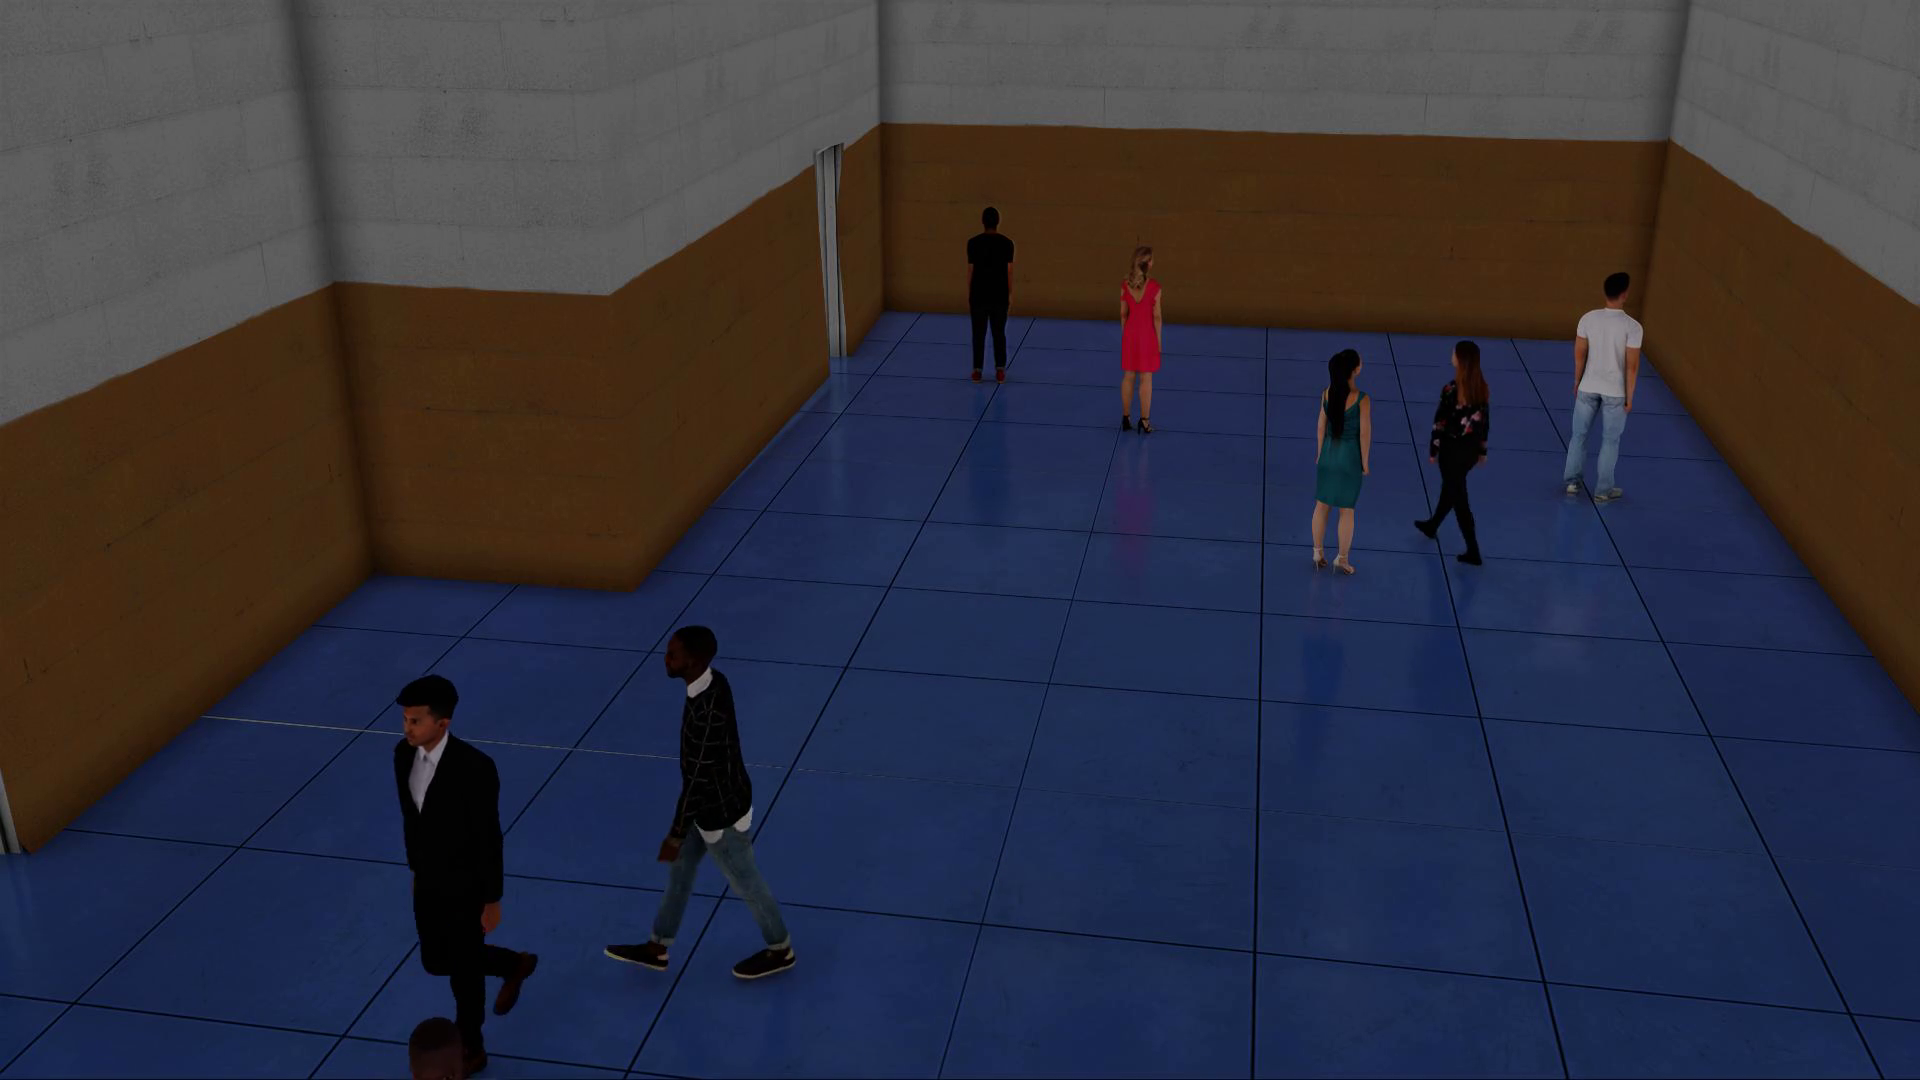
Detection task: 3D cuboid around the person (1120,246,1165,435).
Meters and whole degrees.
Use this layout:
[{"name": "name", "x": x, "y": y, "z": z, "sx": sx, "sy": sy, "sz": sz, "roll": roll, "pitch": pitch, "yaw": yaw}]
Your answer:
[{"name": "person", "x": 1.632, "y": -1.825, "z": 15.128, "sx": 0.613, "sy": 1.728, "sz": 0.720, "roll": 15, "pitch": 26, "yaw": 33}]

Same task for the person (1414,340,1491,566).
[{"name": "person", "x": 3.710, "y": -0.601, "z": 12.208, "sx": 1.109, "sy": 1.635, "sz": 1.046, "roll": -9, "pitch": 24, "yaw": -22}]

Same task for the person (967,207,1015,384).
[{"name": "person", "x": 0.290, "y": -2.445, "z": 16.634, "sx": 0.569, "sy": 1.756, "sz": 0.728, "roll": -2, "pitch": 22, "yaw": -4}]

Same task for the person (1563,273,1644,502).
[{"name": "person", "x": 5.222, "y": -1.242, "z": 13.498, "sx": 0.692, "sy": 1.862, "sz": 0.814, "roll": 19, "pitch": 28, "yaw": 39}]

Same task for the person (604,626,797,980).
[{"name": "person", "x": -0.991, "y": 1.221, "z": 7.477, "sx": 1.203, "sy": 1.781, "sz": 0.951, "roll": -5, "pitch": 22, "yaw": -13}]

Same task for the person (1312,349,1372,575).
[{"name": "person", "x": 2.754, "y": -0.567, "z": 12.053, "sx": 0.570, "sy": 1.686, "sz": 0.688, "roll": 17, "pitch": 28, "yaw": 36}]

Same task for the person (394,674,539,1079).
[{"name": "person", "x": -2.036, "y": 1.382, "z": 6.963, "sx": 0.991, "sy": 1.866, "sz": 0.971, "roll": 13, "pitch": 25, "yaw": 29}]
